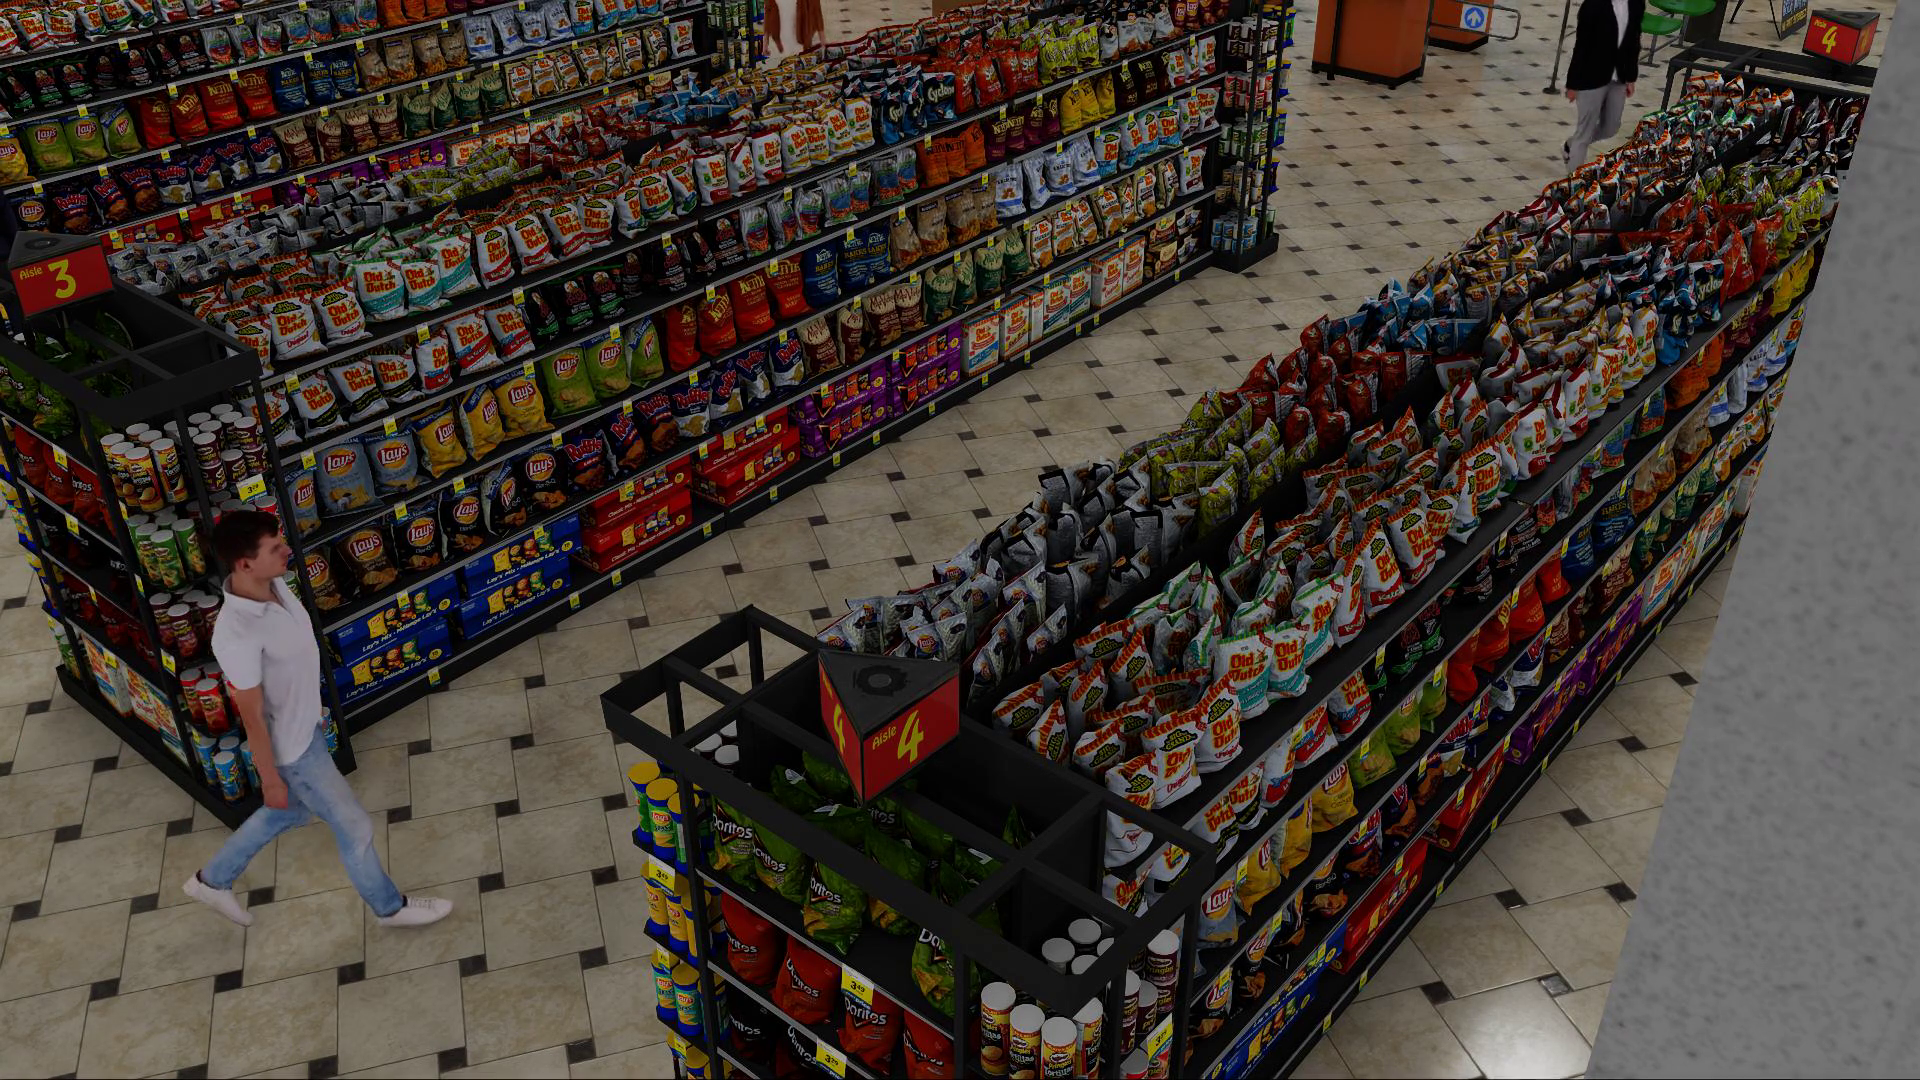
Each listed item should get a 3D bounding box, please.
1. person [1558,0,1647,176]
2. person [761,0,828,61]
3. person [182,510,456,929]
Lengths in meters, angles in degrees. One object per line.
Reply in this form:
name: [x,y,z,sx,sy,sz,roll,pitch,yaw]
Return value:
person: [4.816,-3.562,12.634,0.985,1.935,1.012,-9,33,-14]
person: [-1.331,-4.176,13.861,0.863,1.682,1.142,12,34,18]
person: [-2.456,0.718,5.864,1.261,1.821,1.126,-7,33,-11]
